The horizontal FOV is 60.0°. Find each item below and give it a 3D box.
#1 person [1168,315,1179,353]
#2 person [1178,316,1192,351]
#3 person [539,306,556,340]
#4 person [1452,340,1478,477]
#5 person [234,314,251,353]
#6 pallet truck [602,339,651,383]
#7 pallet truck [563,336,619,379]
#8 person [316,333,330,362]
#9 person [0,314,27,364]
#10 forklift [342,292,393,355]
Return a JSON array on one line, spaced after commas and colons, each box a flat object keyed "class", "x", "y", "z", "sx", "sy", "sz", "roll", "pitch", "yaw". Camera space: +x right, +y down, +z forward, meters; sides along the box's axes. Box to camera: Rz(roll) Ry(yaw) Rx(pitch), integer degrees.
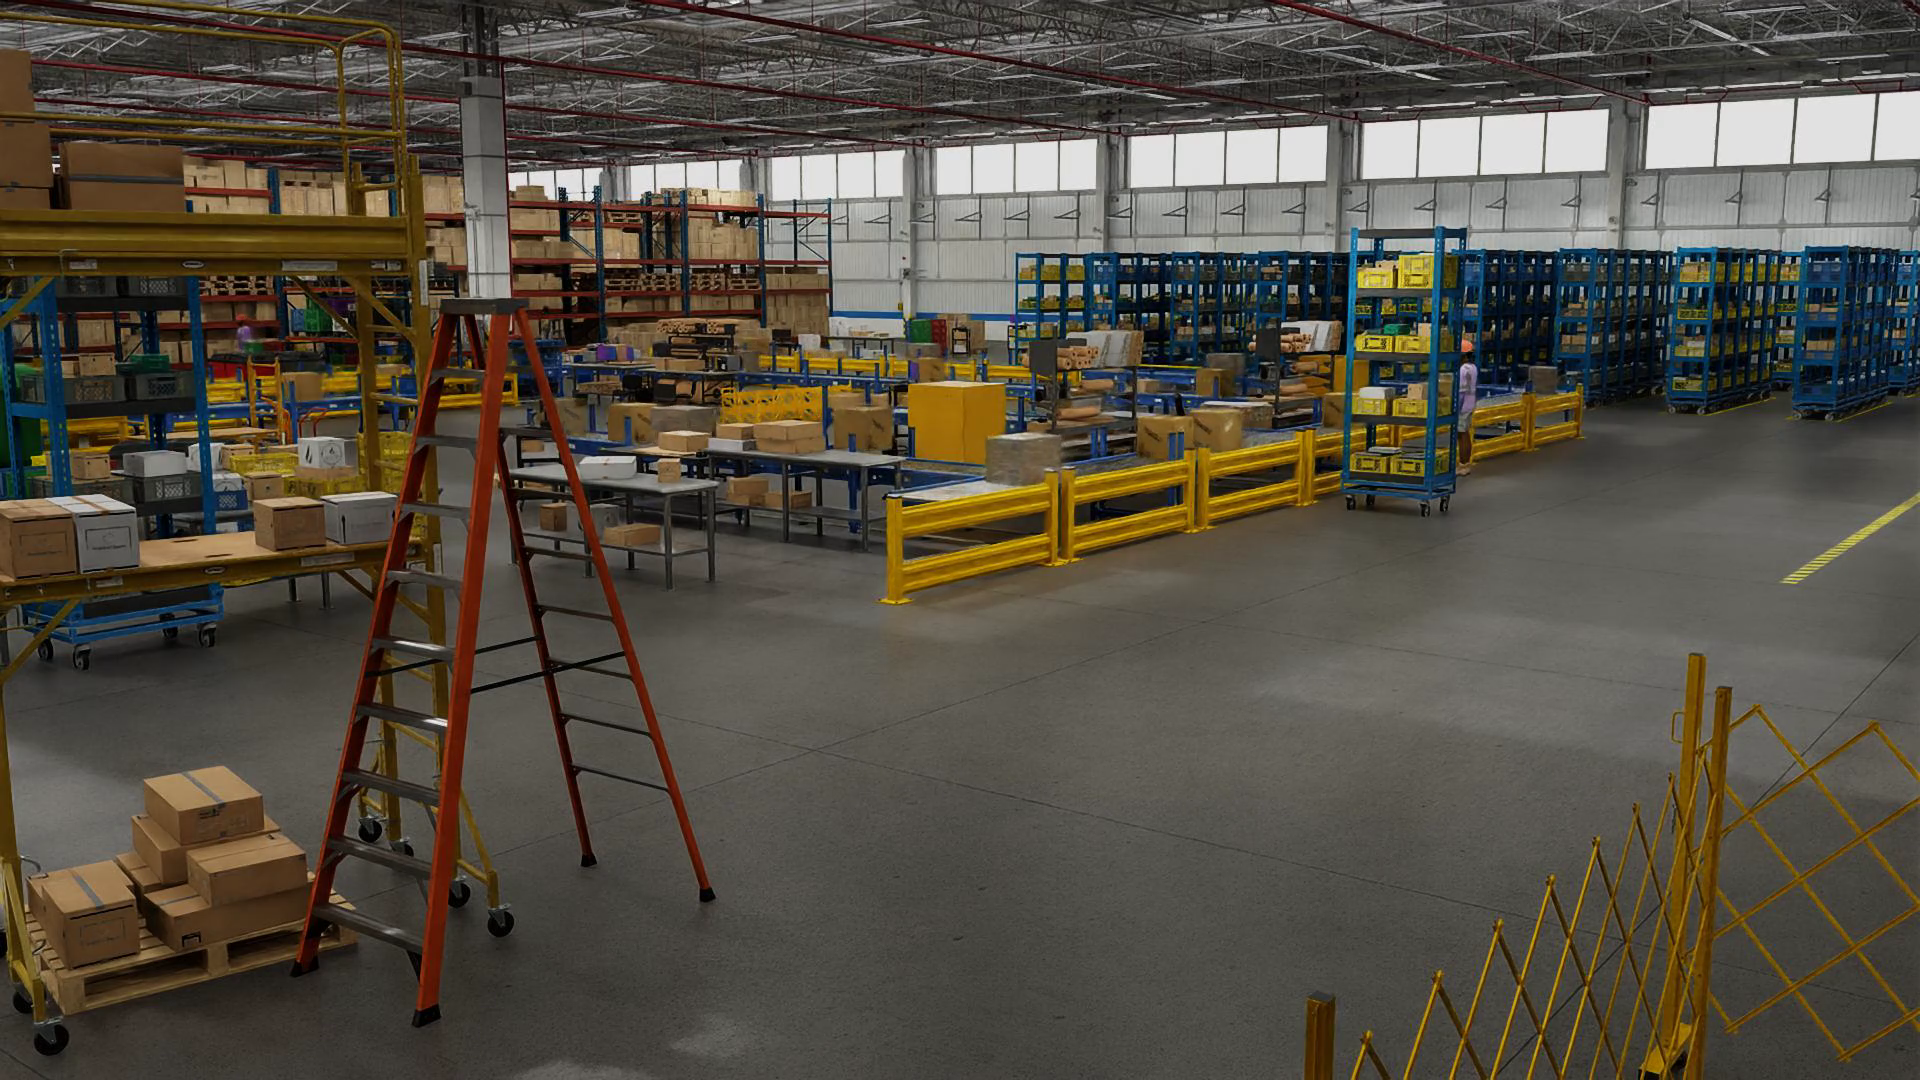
[{"class": "person", "x": 6.747, "y": -6.219, "z": 52.163, "sx": 0.431, "sy": 1.814, "sz": 0.588, "roll": 5, "pitch": 10, "yaw": 28}, {"class": "person", "x": 6.964, "y": -6.095, "z": 50.968, "sx": 0.605, "sy": 1.951, "sz": 0.384, "roll": 0, "pitch": 9, "yaw": 0}, {"class": "person", "x": -15.464, "y": -7.850, "z": 62.268, "sx": 0.626, "sy": 1.840, "sz": 0.430, "roll": 1, "pitch": 9, "yaw": 5}, {"class": "person", "x": 7.517, "y": -1.969, "z": 24.926, "sx": 0.379, "sy": 2.044, "sz": 0.607, "roll": 6, "pitch": 11, "yaw": 31}, {"class": "person", "x": -20.033, "y": -5.387, "z": 46.654, "sx": 0.550, "sy": 1.917, "sz": 0.619, "roll": 7, "pitch": 11, "yaw": 36}, {"class": "pallet truck", "x": -8.991, "y": -4.871, "z": 45.351, "sx": 0.653, "sy": 1.274, "sz": 1.630, "roll": 7, "pitch": 11, "yaw": 37}, {"class": "pallet truck", "x": -10.690, "y": -5.294, "z": 48.215, "sx": 1.601, "sy": 1.201, "sz": 0.680, "roll": -5, "pitch": 10, "yaw": -26}, {"class": "person", "x": -17.624, "y": -5.207, "z": 45.885, "sx": 0.615, "sy": 1.805, "sz": 0.724, "roll": 6, "pitch": 11, "yaw": 34}, {"class": "person", "x": -30.301, "y": -6.364, "z": 53.194, "sx": 0.918, "sy": 1.788, "sz": 0.603, "roll": -6, "pitch": 11, "yaw": -35}, {"class": "forklift", "x": -16.485, "y": -5.622, "z": 45.120, "sx": 1.129, "sy": 2.768, "sz": 1.873, "roll": 7, "pitch": 11, "yaw": 37}]
